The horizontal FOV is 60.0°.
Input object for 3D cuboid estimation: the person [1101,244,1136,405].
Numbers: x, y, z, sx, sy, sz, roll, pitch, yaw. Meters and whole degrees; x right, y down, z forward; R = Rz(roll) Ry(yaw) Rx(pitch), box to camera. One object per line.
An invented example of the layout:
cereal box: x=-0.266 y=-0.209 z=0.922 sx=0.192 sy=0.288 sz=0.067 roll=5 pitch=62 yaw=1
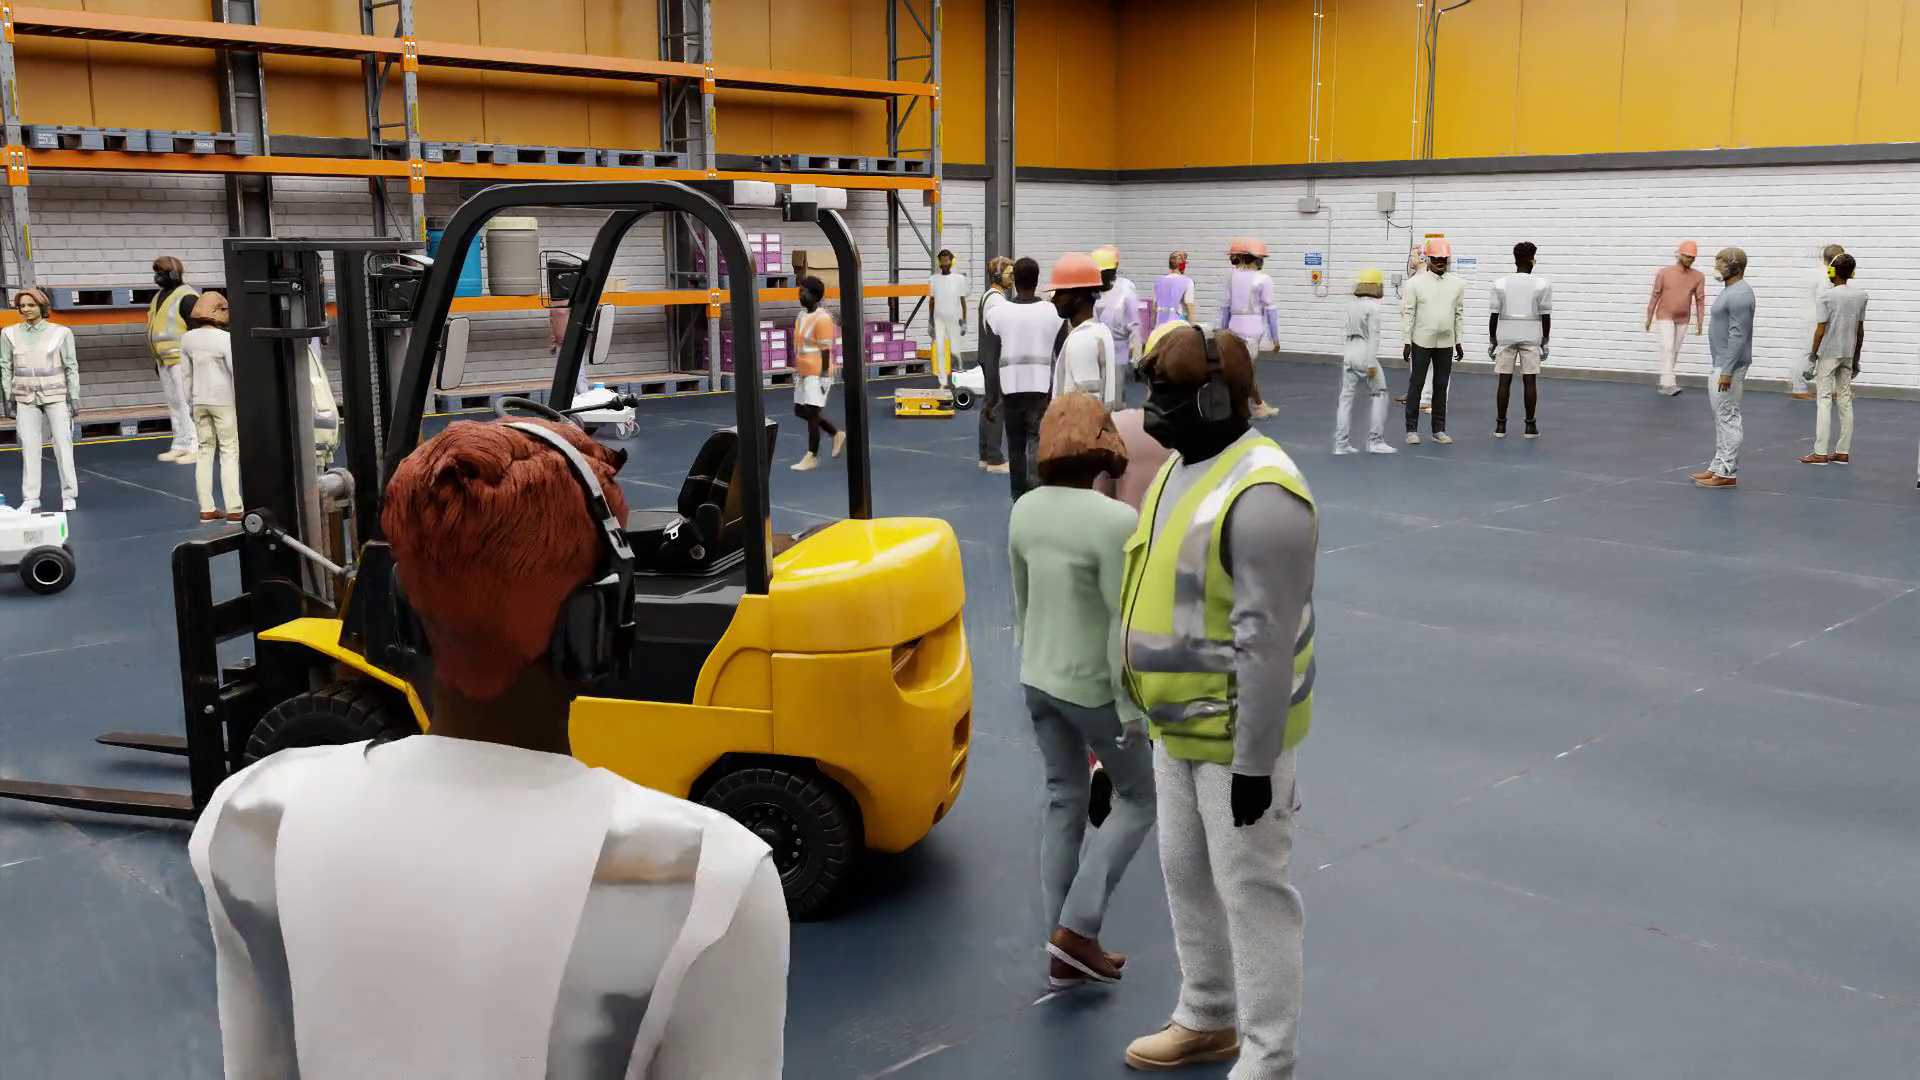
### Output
person: x=1.505 y=-2.019 z=16.859 sx=0.554 sy=1.931 sz=0.396 roll=3 pitch=11 yaw=16

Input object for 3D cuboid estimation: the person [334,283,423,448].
person: x=-4.734 y=-1.382 z=13.601 sx=0.629 sy=1.859 sz=1.026 roll=4 pitch=11 yaw=19

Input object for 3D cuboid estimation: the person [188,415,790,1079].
person: x=-0.438 y=0.826 z=1.506 sx=0.574 sy=1.869 sz=0.663 roll=3 pitch=11 yaw=14

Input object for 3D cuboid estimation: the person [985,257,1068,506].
person: x=0.482 y=-1.054 z=11.769 sx=0.601 sy=1.881 sz=0.972 roll=1 pitch=10 yaw=4

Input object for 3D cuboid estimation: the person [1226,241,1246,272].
person: x=3.789 y=-3.096 z=22.707 sx=0.357 sy=1.938 sz=0.545 roll=1 pitch=10 yaw=4

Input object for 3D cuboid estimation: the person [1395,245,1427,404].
person: x=5.495 y=-2.585 z=20.009 sx=0.409 sy=1.908 sz=0.641 roll=1 pitch=10 yaw=4

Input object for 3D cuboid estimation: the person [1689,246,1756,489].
person: x=6.135 y=-1.375 z=13.323 sx=0.373 sy=1.939 sz=0.628 roll=3 pitch=11 yaw=18

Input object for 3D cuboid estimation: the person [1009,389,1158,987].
person: x=0.338 y=0.403 z=4.475 sx=0.348 sy=1.613 sz=0.523 roll=-7 pitch=13 yaw=-35

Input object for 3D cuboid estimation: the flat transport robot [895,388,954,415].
flat transport robot: x=-0.418 y=-1.588 z=19.032 sx=0.652 sy=0.197 sz=1.431 roll=0 pitch=10 yaw=-2

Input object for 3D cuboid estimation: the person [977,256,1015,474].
person: x=0.322 y=-1.481 z=14.161 sx=0.329 sy=1.842 sz=0.516 roll=-2 pitch=11 yaw=-13

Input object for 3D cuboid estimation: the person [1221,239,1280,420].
person: x=3.115 y=-2.230 z=17.867 sx=1.077 sy=1.987 sz=0.637 roll=-8 pitch=13 yaw=-38

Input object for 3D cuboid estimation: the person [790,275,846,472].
person: x=-1.222 y=-1.437 z=14.328 sx=0.542 sy=1.685 sz=0.546 roll=-6 pitch=12 yaw=-28

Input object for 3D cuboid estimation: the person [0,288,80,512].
person: x=-6.719 y=-1.017 z=12.181 sx=0.515 sy=1.641 sz=0.314 roll=-2 pitch=11 yaw=-10

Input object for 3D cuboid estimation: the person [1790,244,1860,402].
person: x=10.524 y=-2.593 z=20.024 sx=0.868 sy=1.905 sz=0.664 roll=6 pitch=12 yaw=31

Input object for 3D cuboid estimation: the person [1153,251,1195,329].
person: x=2.454 y=-2.396 z=19.141 sx=0.372 sy=1.843 sz=0.570 roll=-10 pitch=14 yaw=-43

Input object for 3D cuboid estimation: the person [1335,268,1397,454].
person: x=3.772 y=-1.647 z=15.387 sx=0.669 sy=1.713 sz=0.507 roll=-4 pitch=11 yaw=-22

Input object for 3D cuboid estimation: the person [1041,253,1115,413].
person: x=0.578 y=-0.445 z=8.259 sx=0.368 sy=1.934 sz=0.553 roll=2 pitch=11 yaw=13

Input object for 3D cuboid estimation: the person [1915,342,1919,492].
person: x=7.737 y=-1.249 z=12.924 sx=0.404 sy=1.833 sz=0.590 roll=-4 pitch=11 yaw=-20

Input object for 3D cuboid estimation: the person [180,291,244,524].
person: x=-5.231 y=-0.928 z=11.717 sx=0.507 sy=1.631 sz=0.270 roll=3 pitch=11 yaw=18

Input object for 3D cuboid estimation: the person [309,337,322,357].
person: x=-5.565 y=-1.499 z=13.995 sx=0.354 sy=1.937 sz=0.635 roll=-2 pitch=11 yaw=-13

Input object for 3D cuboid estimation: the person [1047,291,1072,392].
person: x=1.271 y=-2.401 z=19.732 sx=0.514 sy=1.641 sz=0.309 roll=0 pitch=10 yaw=2

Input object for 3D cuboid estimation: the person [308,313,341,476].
person: x=-3.355 y=-0.424 z=8.452 sx=0.403 sy=1.823 sz=0.588 roll=-1 pitch=10 yaw=-3

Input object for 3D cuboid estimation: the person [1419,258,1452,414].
person: x=5.401 y=-2.361 z=18.963 sx=0.429 sy=1.844 sz=0.627 roll=-4 pitch=11 yaw=-21

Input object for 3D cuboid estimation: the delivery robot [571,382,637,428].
delivery robot: x=-3.591 y=-1.330 z=16.593 sx=0.707 sy=0.478 sz=0.477 roll=1 pitch=10 yaw=8

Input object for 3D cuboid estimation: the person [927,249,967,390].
person: x=-0.163 y=-2.838 z=21.540 sx=0.523 sy=1.853 sz=0.638 roll=3 pitch=11 yaw=13

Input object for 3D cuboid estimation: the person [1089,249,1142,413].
person: x=1.312 y=-1.589 z=14.581 sx=0.636 sy=1.900 sz=0.584 roll=7 pitch=13 yaw=34

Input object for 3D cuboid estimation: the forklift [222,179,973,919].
forklift: x=-1.114 y=-0.058 z=5.440 sx=2.313 sy=2.155 sz=1.214 roll=2 pitch=11 yaw=13

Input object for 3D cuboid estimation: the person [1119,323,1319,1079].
person: x=0.578 y=0.426 z=3.817 sx=0.436 sy=1.832 sz=0.628 roll=-2 pitch=11 yaw=-12

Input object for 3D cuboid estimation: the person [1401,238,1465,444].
person: x=4.602 y=-1.923 z=16.156 sx=0.623 sy=1.992 sz=0.392 roll=-1 pitch=10 yaw=-7

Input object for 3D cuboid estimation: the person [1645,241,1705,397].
person: x=9.028 y=-2.767 z=20.888 sx=0.635 sy=1.939 sz=0.964 roll=0 pitch=10 yaw=1

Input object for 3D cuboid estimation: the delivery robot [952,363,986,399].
delivery robot: x=0.263 y=-1.855 z=19.459 sx=0.707 sy=0.478 sz=0.477 roll=0 pitch=10 yaw=-2

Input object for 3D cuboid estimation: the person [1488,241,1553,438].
person: x=5.601 y=-2.001 z=16.666 sx=0.609 sy=1.963 sz=0.369 roll=5 pitch=11 yaw=24

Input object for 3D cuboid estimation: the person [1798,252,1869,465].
person: x=7.717 y=-1.594 z=14.700 sx=0.521 sy=1.873 sz=0.328 roll=-2 pitch=11 yaw=-10

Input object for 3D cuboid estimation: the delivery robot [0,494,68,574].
delivery robot: x=-5.458 y=-0.015 z=9.427 sx=0.707 sy=0.478 sz=0.477 roll=-6 pitch=12 yaw=-29

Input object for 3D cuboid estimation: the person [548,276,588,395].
person: x=-4.133 y=-2.042 z=17.478 sx=0.537 sy=1.756 sz=0.381 roll=10 pitch=14 yaw=43

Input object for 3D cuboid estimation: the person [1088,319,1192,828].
person: x=0.662 y=0.118 z=5.715 sx=0.527 sy=1.740 sz=0.730 roll=4 pitch=11 yaw=19

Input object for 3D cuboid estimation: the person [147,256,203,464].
person: x=-6.983 y=-1.599 z=14.812 sx=0.631 sy=1.841 sz=0.429 roll=8 pitch=13 yaw=36
